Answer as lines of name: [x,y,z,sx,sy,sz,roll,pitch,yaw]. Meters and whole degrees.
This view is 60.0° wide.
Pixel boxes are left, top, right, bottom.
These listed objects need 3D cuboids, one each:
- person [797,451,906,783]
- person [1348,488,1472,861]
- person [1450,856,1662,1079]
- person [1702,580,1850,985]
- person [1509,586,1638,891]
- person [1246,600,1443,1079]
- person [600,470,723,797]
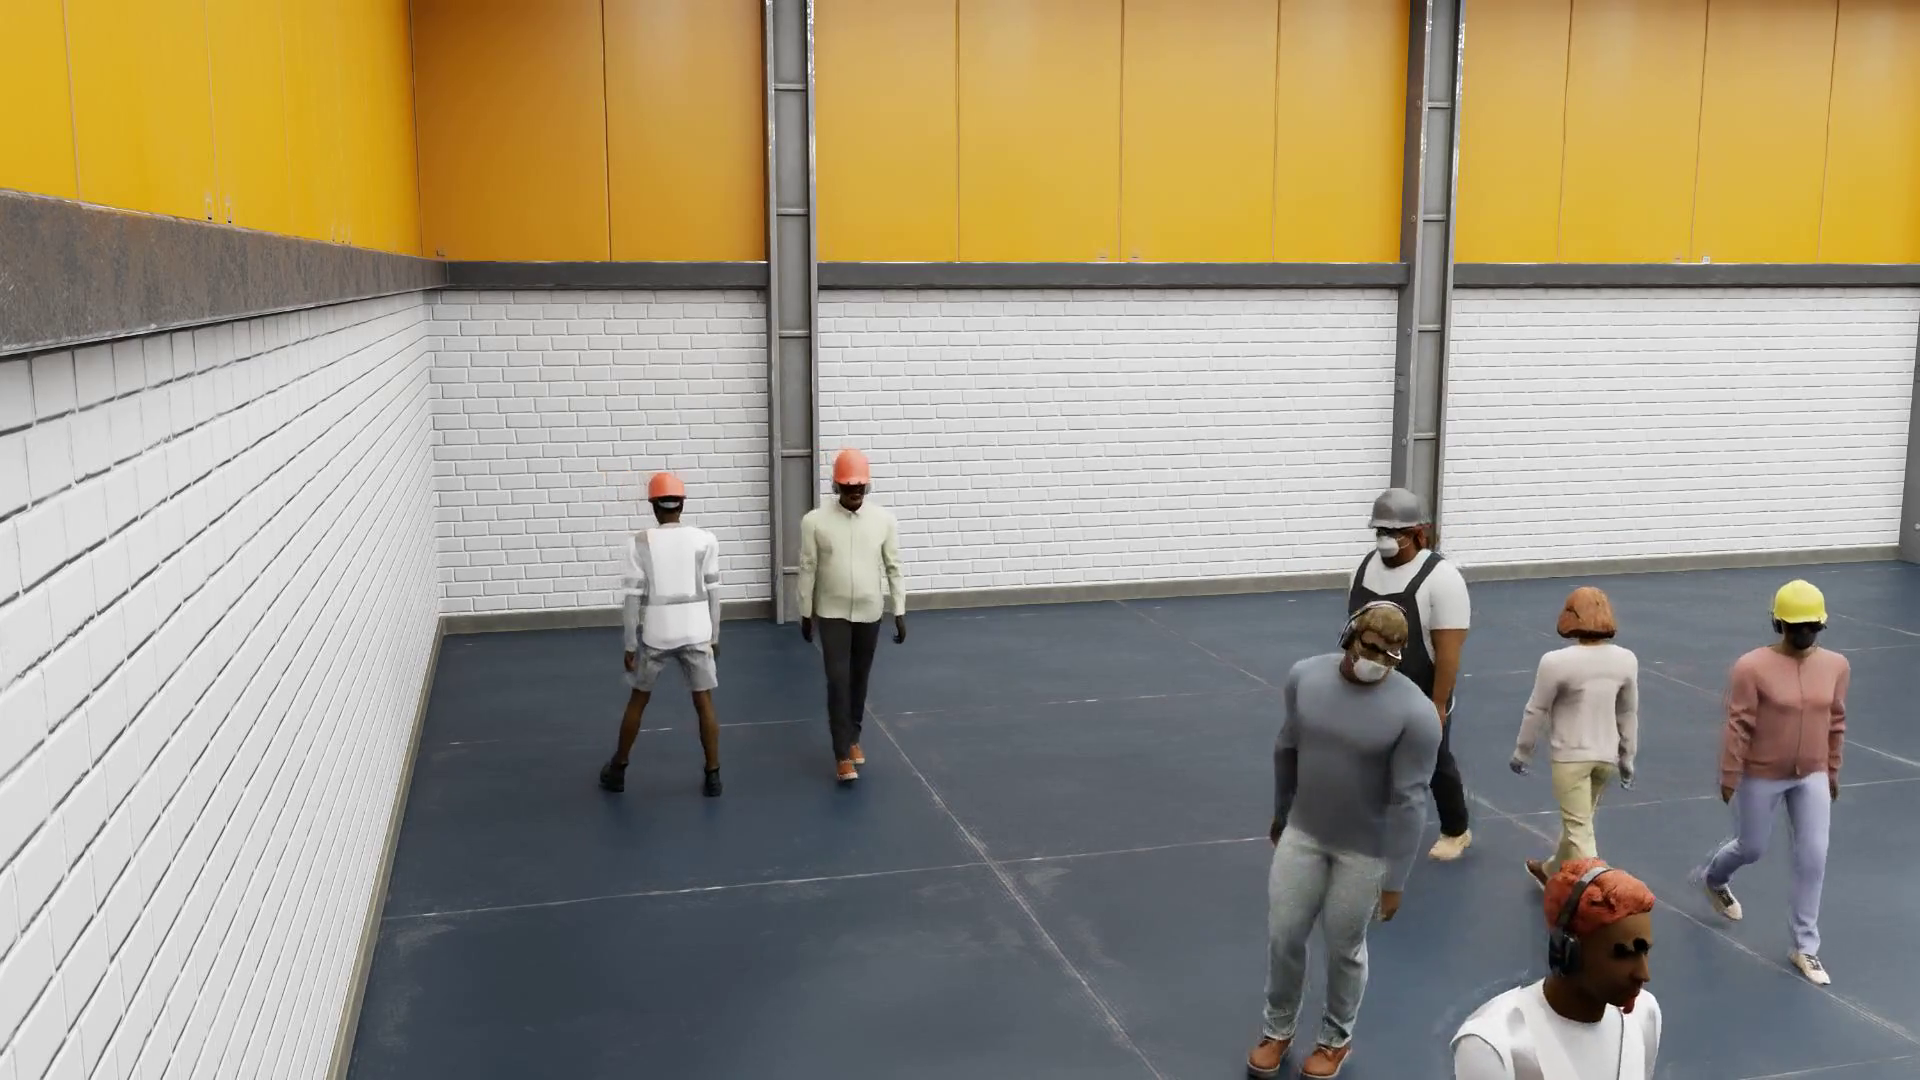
person: [-0.624,0.456,9.989,0.634,1.957,0.913,-3,9,-16]
person: [2.247,0.675,8.407,1.053,2.000,0.692,-8,12,-41]
person: [1.273,1.571,3.457,0.598,1.832,0.985,-4,10,-26]
person: [3.599,0.998,7.367,0.544,1.734,0.760,0,9,-3]
person: [2.832,1.001,7.765,0.503,1.596,0.818,-3,10,-18]
person: [1.404,1.122,6.089,0.707,1.886,0.504,7,12,38]
person: [-1.736,0.547,9.687,0.700,1.900,0.514,-2,9,-13]
